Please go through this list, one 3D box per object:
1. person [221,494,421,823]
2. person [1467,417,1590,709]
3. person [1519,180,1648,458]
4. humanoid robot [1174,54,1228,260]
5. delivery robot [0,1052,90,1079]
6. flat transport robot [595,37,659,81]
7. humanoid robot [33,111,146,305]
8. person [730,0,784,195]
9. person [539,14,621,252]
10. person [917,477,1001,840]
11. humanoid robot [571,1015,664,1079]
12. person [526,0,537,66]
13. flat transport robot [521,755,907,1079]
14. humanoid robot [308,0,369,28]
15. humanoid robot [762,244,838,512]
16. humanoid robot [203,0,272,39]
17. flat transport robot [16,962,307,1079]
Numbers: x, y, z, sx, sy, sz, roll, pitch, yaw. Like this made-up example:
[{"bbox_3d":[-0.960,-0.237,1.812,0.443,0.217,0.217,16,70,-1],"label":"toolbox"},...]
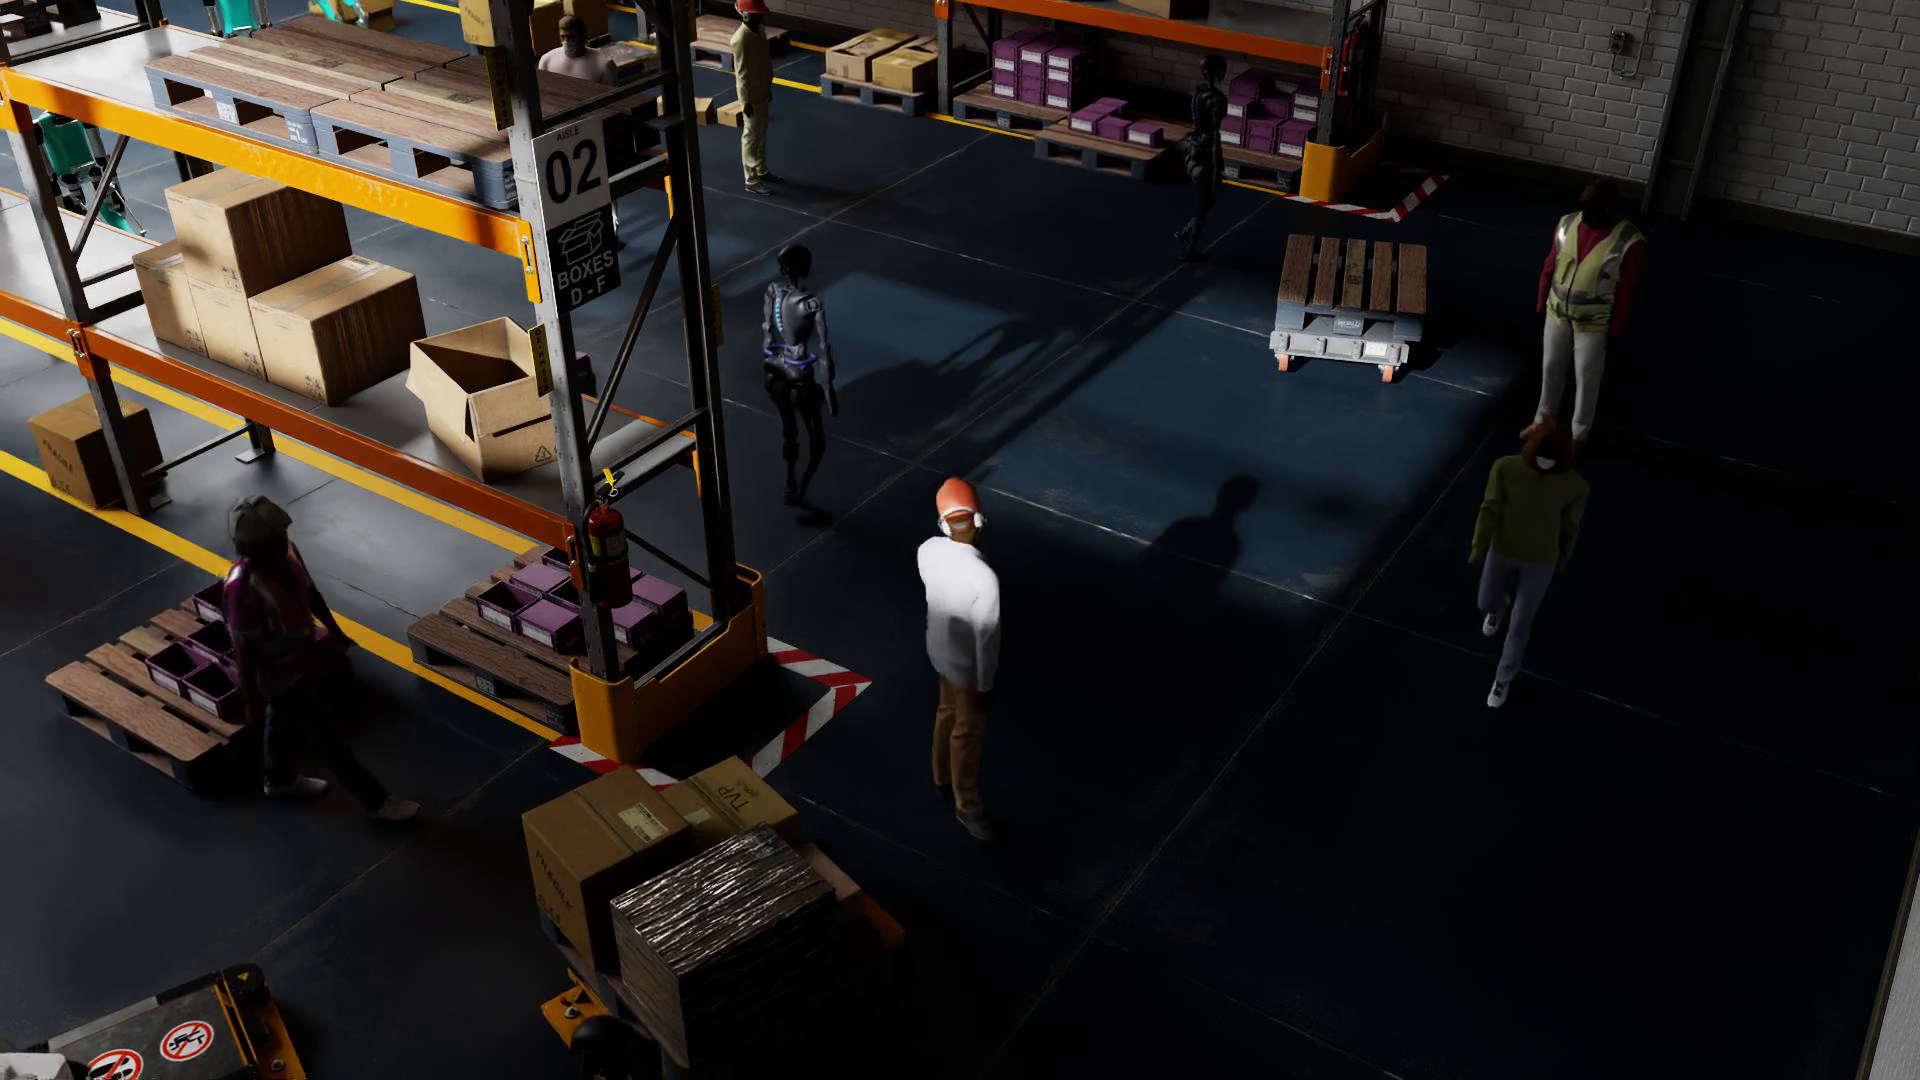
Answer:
[{"bbox_3d":[-2.989,0.558,7.603,0.905,1.800,0.605,1,33,2],"label":"person"},{"bbox_3d":[2.905,0.047,8.557,0.495,1.612,0.623,17,37,24],"label":"person"},{"bbox_3d":[3.954,-1.421,10.630,0.429,1.830,0.638,-25,40,-33],"label":"person"},{"bbox_3d":[1.946,-3.039,13.244,0.346,1.648,0.601,-6,33,-9],"label":"humanoid robot"},{"bbox_3d":[-3.721,2.167,6.298,0.814,0.613,0.499,1,33,1],"label":"delivery robot"},{"bbox_3d":[-3.690,-5.002,17.560,0.659,0.231,1.431,24,40,32],"label":"flat transport robot"},{"bbox_3d":[-6.252,-2.430,12.139,0.735,1.677,0.533,20,38,28],"label":"humanoid robot"},{"bbox_3d":[-1.774,-3.919,14.534,0.329,1.750,0.571,8,34,11],"label":"person"},{"bbox_3d":[-3.002,-3.240,13.323,0.627,1.940,0.378,1,33,2],"label":"person"},{"bbox_3d":[0.056,0.560,7.699,0.336,1.706,0.698,-17,37,-25],"label":"person"},{"bbox_3d":[-1.050,2.110,5.333,0.386,1.646,0.592,6,34,9],"label":"humanoid robot"},{"bbox_3d":[-3.962,-4.282,14.924,0.429,1.945,0.483,4,33,6],"label":"person"},{"bbox_3d":[-0.988,1.813,7.086,1.431,0.231,0.659,-24,40,-32],"label":"flat transport robot"},{"bbox_3d":[-6.537,-5.800,17.484,1.006,1.772,0.530,23,39,31],"label":"humanoid robot"},{"bbox_3d":[-1.037,-0.971,10.080,0.615,1.648,0.460,27,42,35],"label":"humanoid robot"},{"bbox_3d":[-6.389,-4.297,15.009,0.533,1.677,0.735,-16,36,-23],"label":"humanoid robot"},{"bbox_3d":[-3.373,2.197,6.496,1.431,0.231,0.659,-20,38,-28],"label":"flat transport robot"}]
